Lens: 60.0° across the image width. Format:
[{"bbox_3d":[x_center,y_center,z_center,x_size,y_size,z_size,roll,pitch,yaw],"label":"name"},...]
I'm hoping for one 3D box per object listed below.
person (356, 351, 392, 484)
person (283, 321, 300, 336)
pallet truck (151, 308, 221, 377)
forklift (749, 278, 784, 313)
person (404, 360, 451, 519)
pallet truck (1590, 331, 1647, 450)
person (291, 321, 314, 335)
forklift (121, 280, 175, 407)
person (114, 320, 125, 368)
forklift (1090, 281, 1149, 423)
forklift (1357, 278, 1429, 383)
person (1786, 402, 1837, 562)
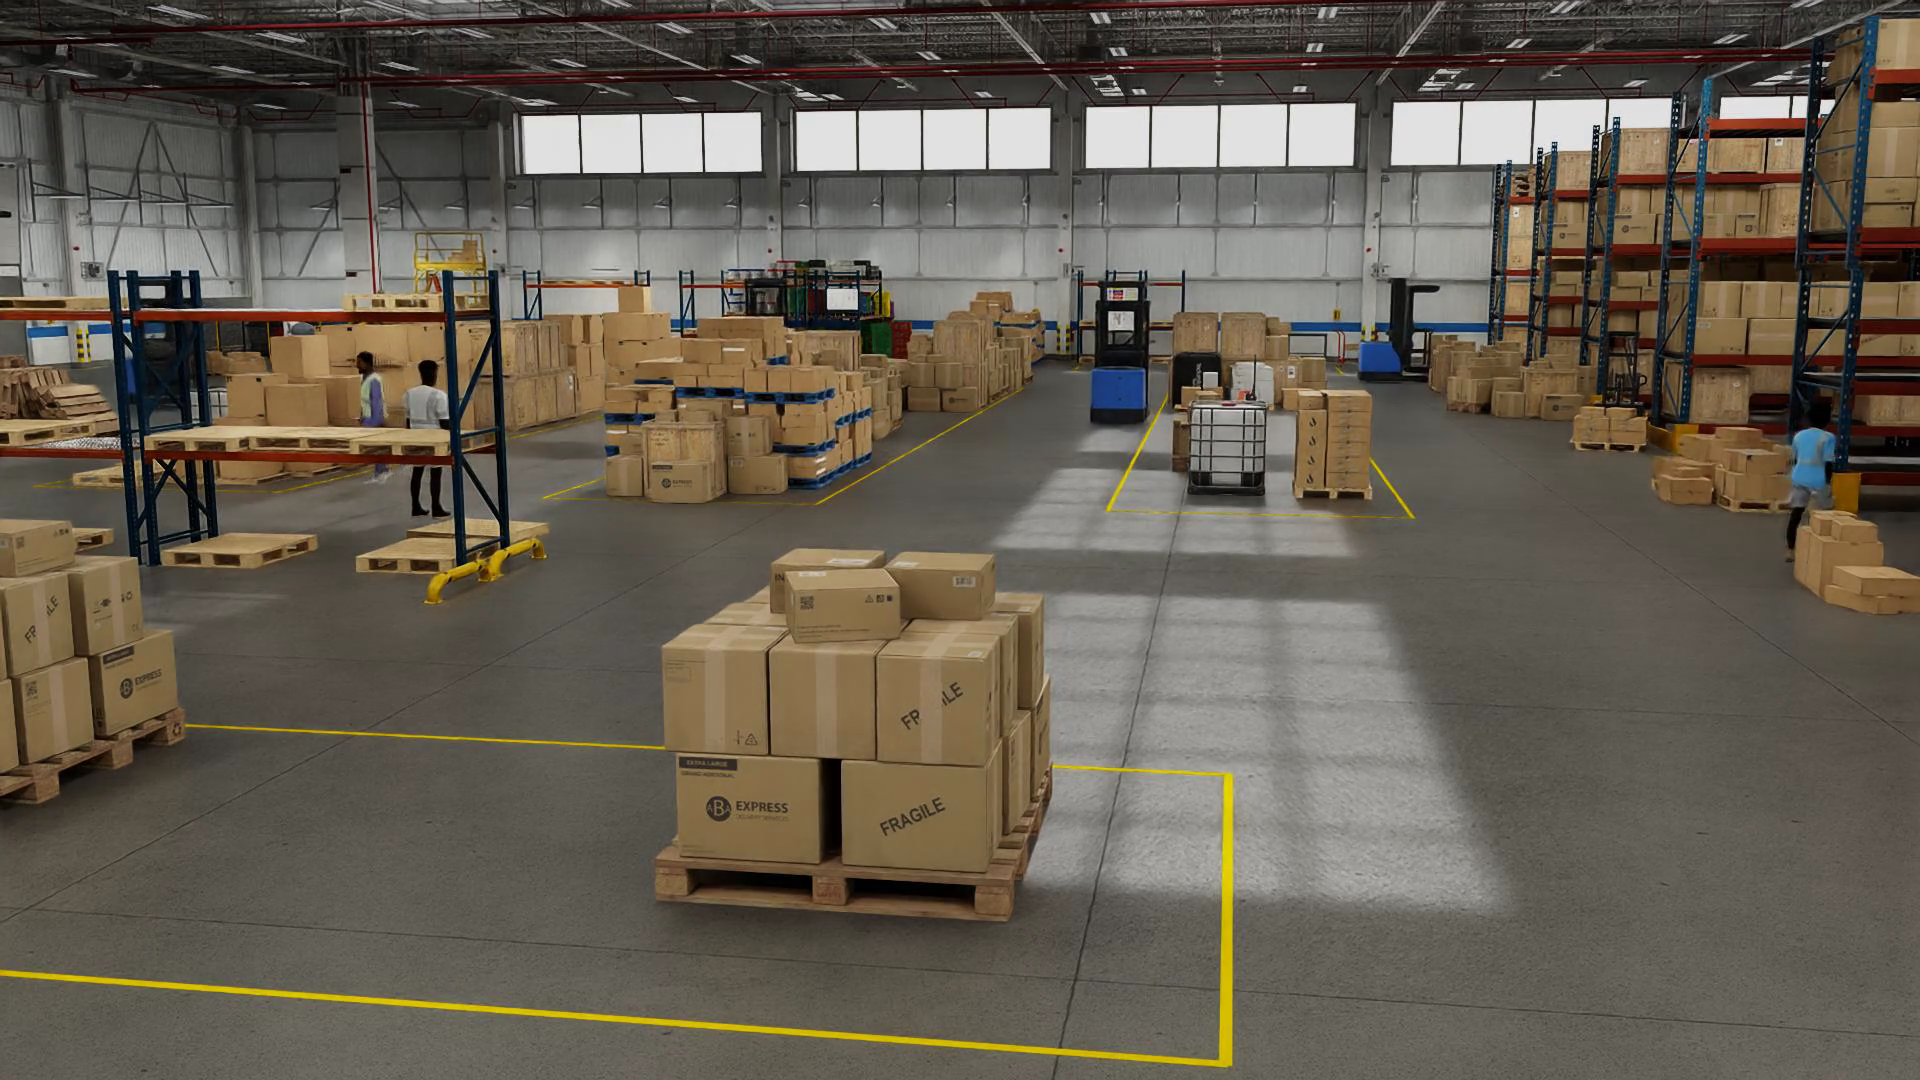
[{"bbox_3d":[-8.335,-1.716,23.527,0.454,1.903,0.598,-5,10,-28],"label":"person"},{"bbox_3d":[-20.017,-5.988,49.916,0.355,1.883,0.573,8,12,42],"label":"person"},{"bbox_3d":[-21.869,-5.598,47.154,0.823,1.965,1.885,4,10,26],"label":"pallet truck"},{"bbox_3d":[-5.044,-5.448,43.514,1.129,2.768,1.873,-1,9,-6],"label":"forklift"},{"bbox_3d":[-6.502,-1.229,20.356,0.607,1.954,0.405,4,10,23],"label":"person"},{"bbox_3d":[11.253,-2.573,28.499,0.823,1.965,1.885,5,10,27],"label":"pallet truck"},{"bbox_3d":[-17.220,-5.008,43.700,0.631,1.940,0.372,0,9,2],"label":"person"},{"bbox_3d":[-17.898,-4.386,36.966,1.129,2.768,1.873,-8,12,-41],"label":"forklift"},{"bbox_3d":[-25.986,-6.099,51.370,0.319,1.631,0.602,-2,9,-13],"label":"person"},{"bbox_3d":[3.223,-3.805,33.382,1.129,2.768,1.873,1,9,9],"label":"forklift"},{"bbox_3d":[11.766,-5.675,44.915,1.873,2.768,1.129,1,9,9],"label":"forklift"},{"bbox_3d":[8.961,-0.599,17.304,0.772,1.664,0.552,-4,10,-21],"label":"person"}]
